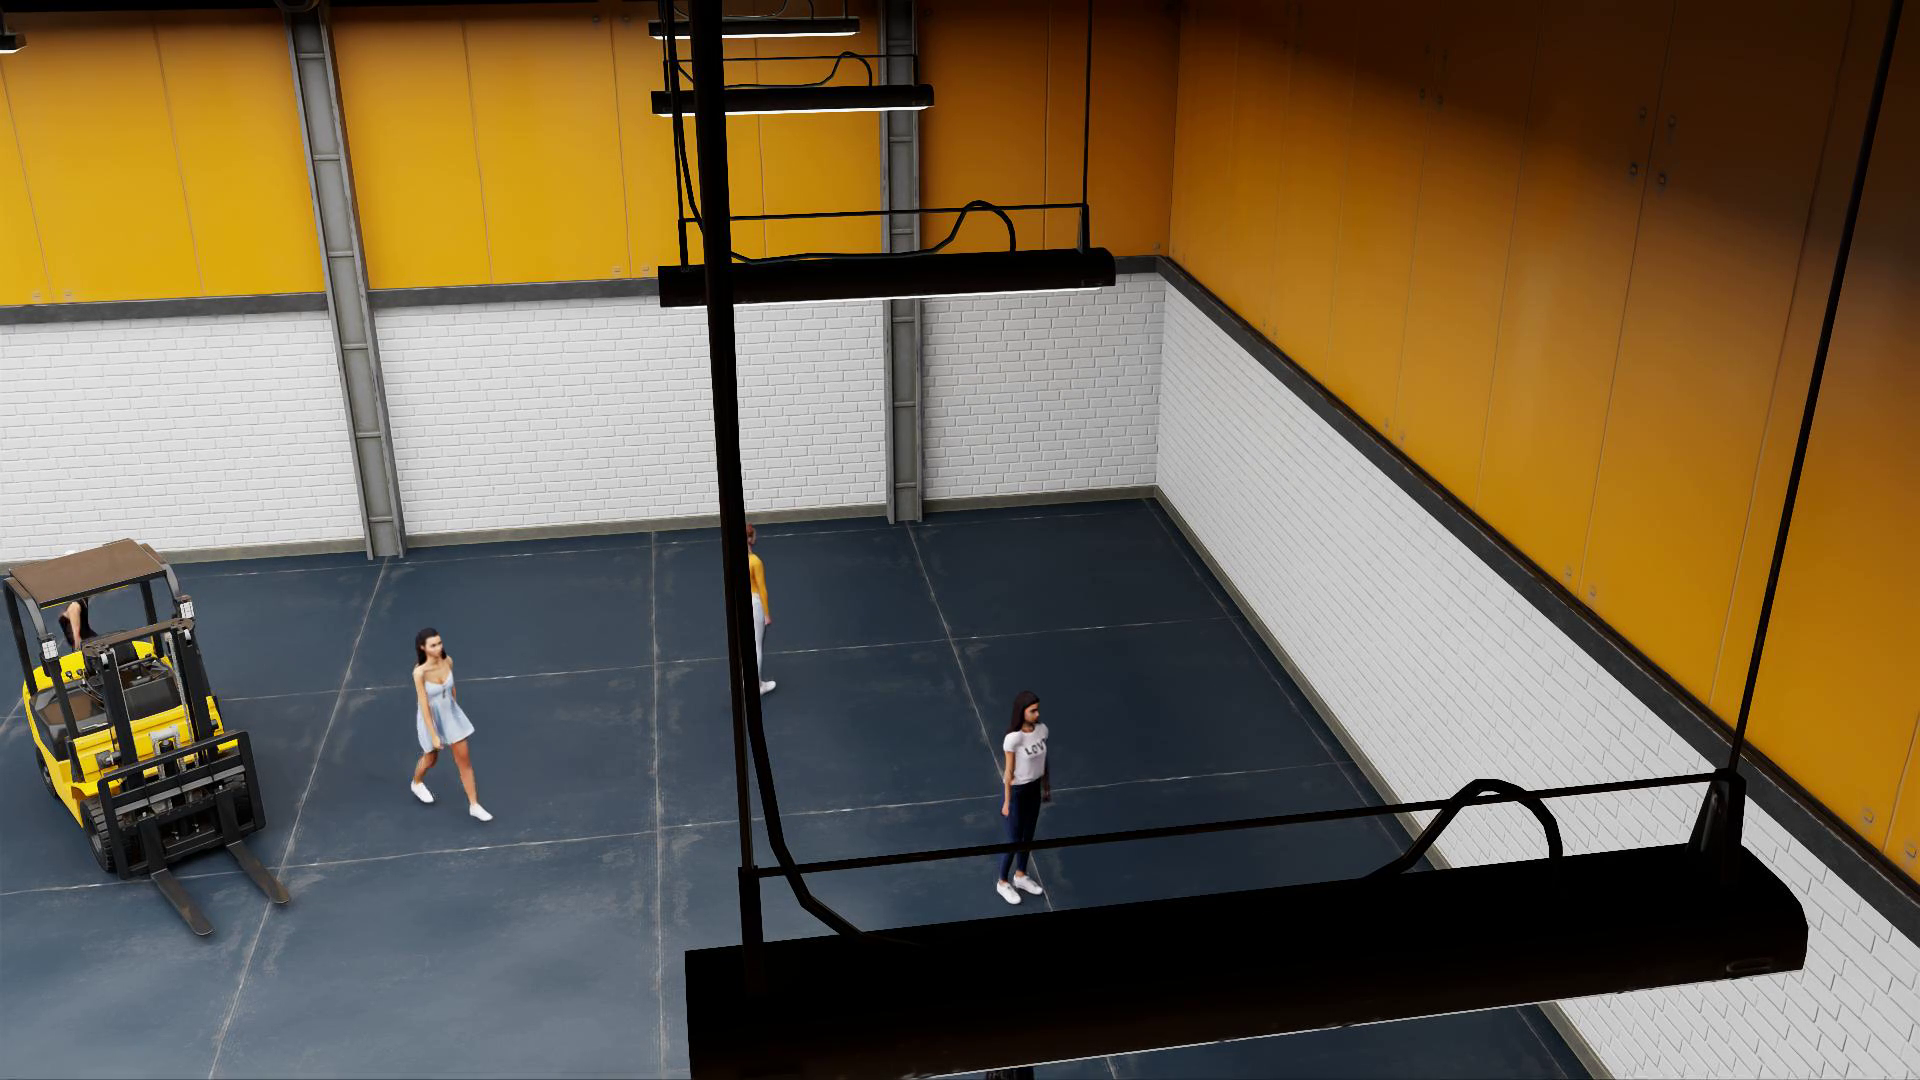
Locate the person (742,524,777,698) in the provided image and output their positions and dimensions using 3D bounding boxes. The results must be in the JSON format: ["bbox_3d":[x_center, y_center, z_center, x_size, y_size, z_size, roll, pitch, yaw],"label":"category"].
[{"bbox_3d":[-2.002,0.658,15.778,0.666,1.749,0.718,17,29,34],"label":"person"}]

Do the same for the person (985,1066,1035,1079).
[{"bbox_3d":[0.256,3.314,9.613,0.542,1.820,0.651,-4,24,-9],"label":"person"}]

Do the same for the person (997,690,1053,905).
[{"bbox_3d":[0.457,1.956,12.778,0.628,1.773,0.734,-21,32,-40],"label":"person"}]

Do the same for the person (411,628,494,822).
[{"bbox_3d":[-4.399,1.524,13.870,1.126,1.690,1.058,15,28,31],"label":"person"}]
